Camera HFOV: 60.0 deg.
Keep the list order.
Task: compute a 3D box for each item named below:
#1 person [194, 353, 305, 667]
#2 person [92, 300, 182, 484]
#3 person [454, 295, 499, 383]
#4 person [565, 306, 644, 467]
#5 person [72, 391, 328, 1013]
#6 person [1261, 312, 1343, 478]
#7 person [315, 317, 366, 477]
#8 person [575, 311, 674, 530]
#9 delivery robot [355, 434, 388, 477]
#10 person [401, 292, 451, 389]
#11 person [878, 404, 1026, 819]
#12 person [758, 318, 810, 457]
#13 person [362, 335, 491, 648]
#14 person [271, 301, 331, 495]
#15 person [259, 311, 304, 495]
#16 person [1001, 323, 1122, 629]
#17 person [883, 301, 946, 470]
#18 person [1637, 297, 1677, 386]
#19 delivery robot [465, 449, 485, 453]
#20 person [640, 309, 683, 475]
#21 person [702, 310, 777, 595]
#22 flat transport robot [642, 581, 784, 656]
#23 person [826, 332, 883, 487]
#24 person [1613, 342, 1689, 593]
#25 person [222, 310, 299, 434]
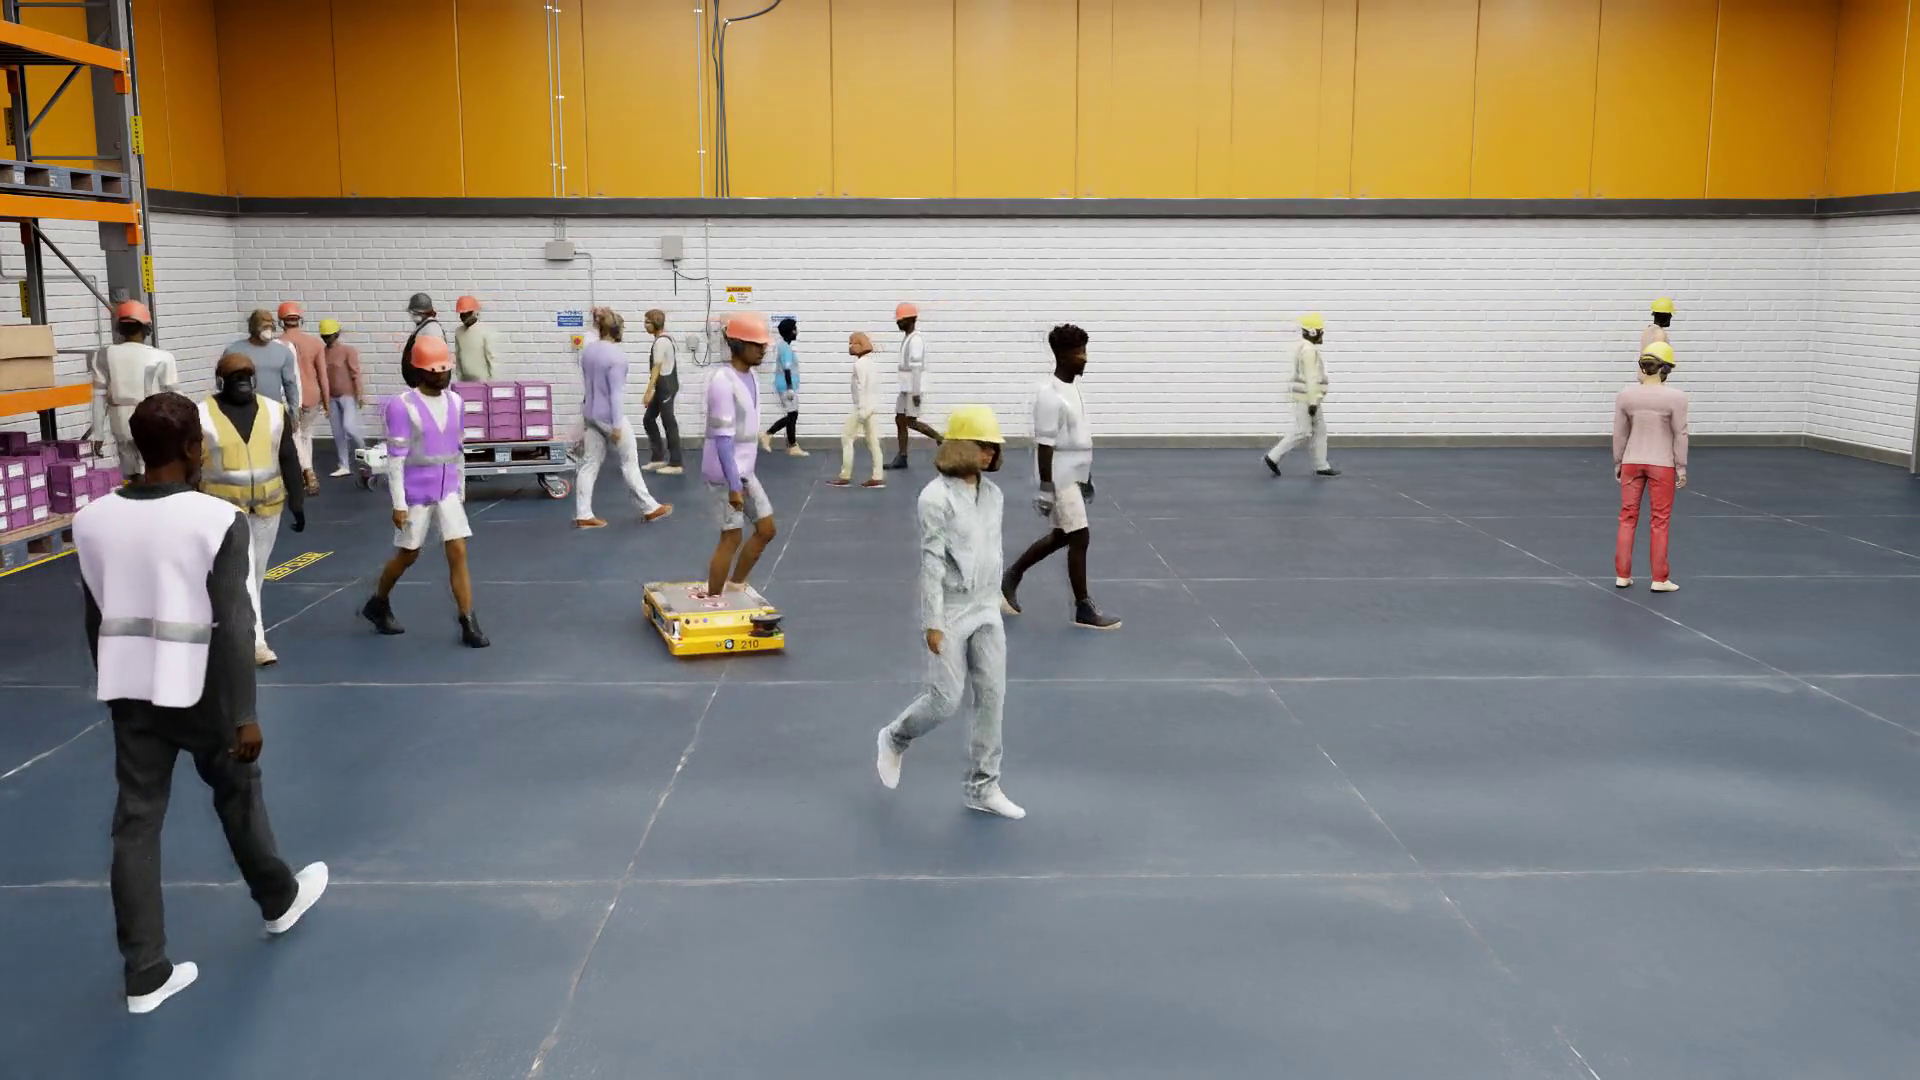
[{"bbox_3d":[-4.189,-0.201,9.736,0.643,1.790,1.004,-8,12,-40],"label":"person"},{"bbox_3d":[-6.428,-0.873,13.147,0.644,2.009,0.908,-1,9,-5],"label":"person"},{"bbox_3d":[-5.504,-1.786,18.882,0.705,1.965,0.496,5,11,30],"label":"person"},{"bbox_3d":[-4.165,-1.746,18.995,0.973,1.858,0.645,0,9,0],"label":"person"},{"bbox_3d":[-2.444,0.465,5.341,0.619,1.876,0.938,1,9,8],"label":"person"},{"bbox_3d":[3.710,-1.556,17.962,0.832,1.806,0.595,1,9,9],"label":"person"},{"bbox_3d":[-6.773,-1.557,18.152,0.561,1.741,0.452,3,10,20],"label":"person"},{"bbox_3d":[-2.996,-1.048,14.579,0.652,1.896,0.920,9,13,44],"label":"person"},{"bbox_3d":[-5.872,-0.855,17.212,0.707,0.478,0.477,-8,12,-42],"label":"delivery robot"},{"bbox_3d":[-6.097,-1.843,19.013,0.546,2.000,0.864,-3,10,-20],"label":"person"},{"bbox_3d":[-0.032,0.287,6.917,0.622,1.721,0.493,9,13,43],"label":"person"},{"bbox_3d":[-2.108,-1.815,19.909,0.545,1.683,0.545,-1,9,-5],"label":"person"},{"bbox_3d":[-3.263,-0.304,10.089,0.972,1.888,0.594,7,11,36],"label":"person"},{"bbox_3d":[-6.663,-1.430,16.778,0.633,1.959,0.930,-7,12,-38],"label":"person"},{"bbox_3d":[-6.799,-1.325,16.402,0.600,1.840,0.922,-3,10,-20],"label":"person"},{"bbox_3d":[0.598,-0.409,10.561,0.848,1.938,0.623,3,10,17],"label":"person"},{"bbox_3d":[-0.476,-1.730,18.740,0.739,1.909,0.547,-2,10,-14],"label":"person"},{"bbox_3d":[8.260,-1.911,19.772,0.385,1.928,0.589,1,9,8],"label":"person"},{"bbox_3d":[-5.300,-0.929,17.663,0.477,0.478,0.707,8,12,41],"label":"delivery robot"},{"bbox_3d":[-3.331,-1.616,18.278,0.602,1.822,0.537,-2,9,-10],"label":"person"},{"bbox_3d":[-1.394,-0.422,10.368,0.558,2.012,0.648,2,9,11],"label":"person"},{"bbox_3d":[-1.559,0.455,10.332,0.652,0.197,1.431,-3,10,-18],"label":"flat transport robot"},{"bbox_3d":[-1.107,-1.341,17.223,0.700,1.605,0.533,2,9,11],"label":"person"},{"bbox_3d":[4.860,-0.511,11.712,0.524,1.760,0.327,9,13,44],"label":"person"},{"bbox_3d":[-6.295,-1.128,15.101,0.633,1.881,1.027,-8,12,-41],"label":"person"}]
